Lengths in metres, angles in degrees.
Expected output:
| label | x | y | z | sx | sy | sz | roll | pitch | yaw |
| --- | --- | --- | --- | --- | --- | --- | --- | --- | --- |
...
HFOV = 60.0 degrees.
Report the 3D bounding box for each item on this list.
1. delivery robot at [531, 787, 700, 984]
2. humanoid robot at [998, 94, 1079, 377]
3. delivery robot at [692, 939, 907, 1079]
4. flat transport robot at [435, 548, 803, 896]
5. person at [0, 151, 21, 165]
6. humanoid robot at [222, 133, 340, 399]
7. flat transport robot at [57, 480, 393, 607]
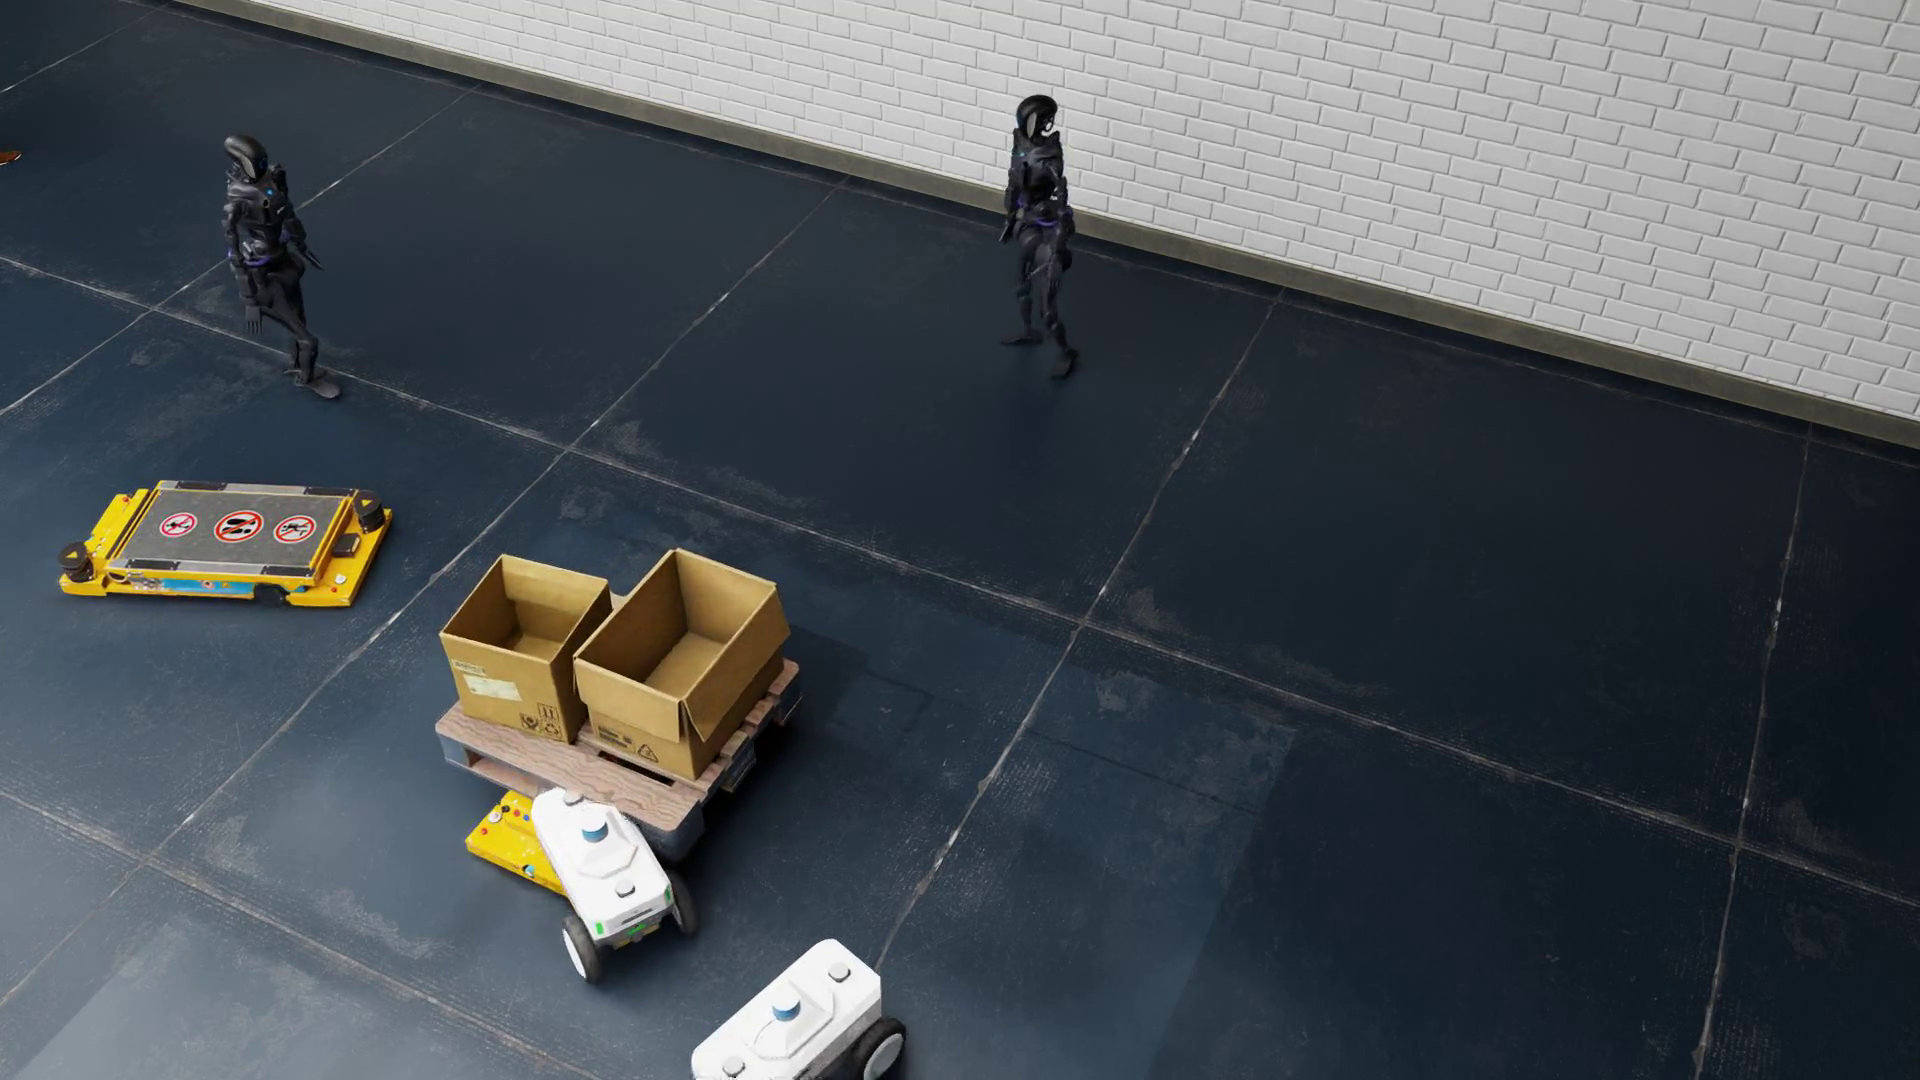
| label | x | y | z | sx | sy | sz | roll | pitch | yaw |
| --- | --- | --- | --- | --- | --- | --- | --- | --- | --- |
| delivery robot | -1.420 | 1.297 | 6.628 | 0.499 | 0.570 | 0.750 | -23 | 48 | -23 |
| humanoid robot | 0.449 | -1.664 | 9.010 | 0.384 | 1.639 | 0.601 | -20 | 46 | -20 |
| delivery robot | -0.614 | 1.818 | 6.060 | 0.499 | 0.563 | 0.738 | 32 | 52 | 30 |
| flat transport robot | -1.446 | 0.915 | 7.268 | 0.659 | 0.231 | 1.431 | 19 | 46 | 19 |
| person | -6.564 | -3.165 | 10.664 | 0.508 | 1.631 | 0.274 | 18 | 46 | 19 |
| humanoid robot | -3.658 | -1.429 | 8.783 | 0.456 | 1.639 | 0.613 | 10 | 44 | 10 |
| flat transport robot | -3.625 | 0.015 | 8.239 | 1.431 | 0.231 | 0.659 | 3 | 43 | 3 |
